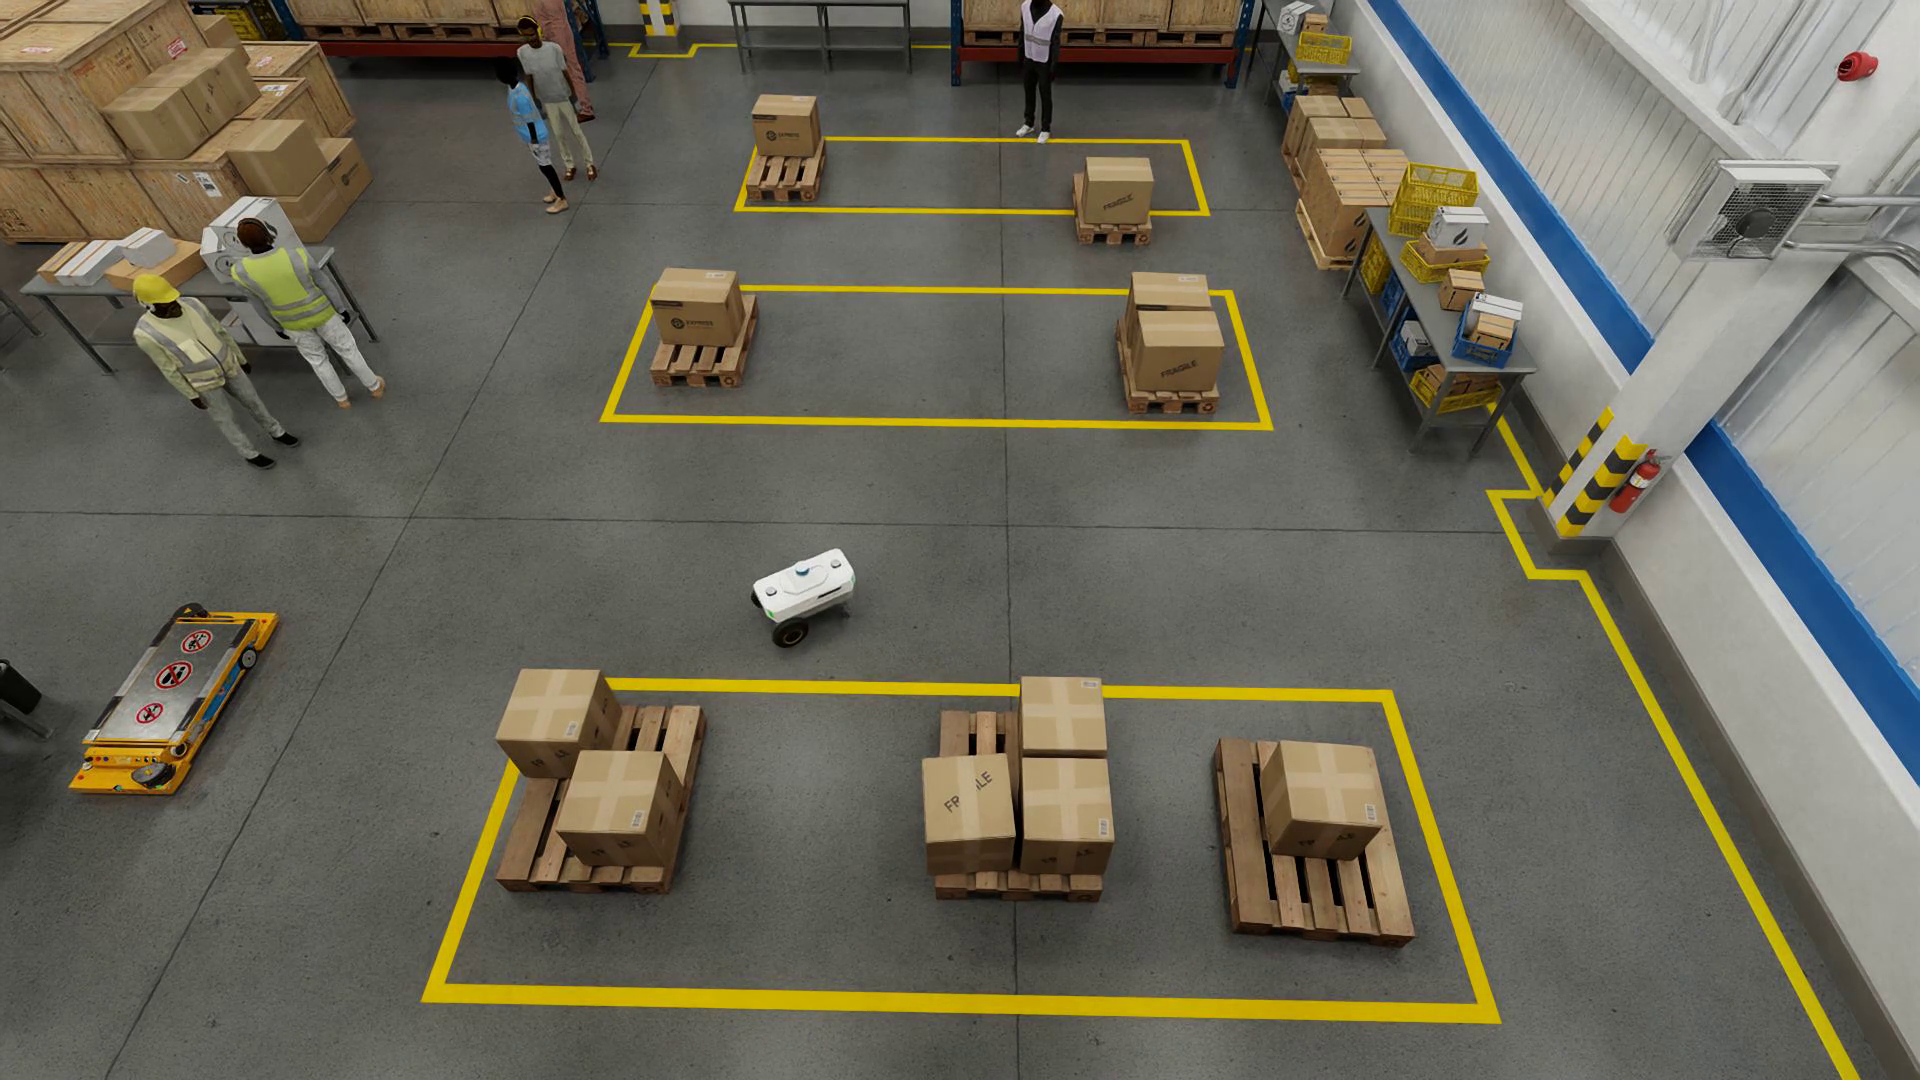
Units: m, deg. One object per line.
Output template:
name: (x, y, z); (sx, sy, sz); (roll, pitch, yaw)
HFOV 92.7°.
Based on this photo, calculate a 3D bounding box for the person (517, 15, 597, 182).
person: (-4.678, -5.083, 10.624); (0.518, 1.856, 0.332); (-7, 50, -6)

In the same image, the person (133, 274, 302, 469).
person: (-6.111, -1.372, 7.503); (0.403, 1.825, 0.597); (16, 52, 13)

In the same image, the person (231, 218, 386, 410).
person: (-5.673, -1.944, 7.974); (0.627, 1.842, 0.429); (-24, 54, -19)

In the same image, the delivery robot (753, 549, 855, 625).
delivery robot: (-1.147, 0.342, 6.816); (0.707, 0.478, 0.477); (-24, 54, -19)

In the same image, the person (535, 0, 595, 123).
person: (-5.094, -6.333, 11.643); (0.406, 1.911, 0.639); (-13, 51, -10)

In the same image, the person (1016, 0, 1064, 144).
person: (0.968, -5.917, 11.290); (0.589, 1.910, 0.376); (32, 57, 24)

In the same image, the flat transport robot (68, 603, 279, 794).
flat transport robot: (-5.504, 1.072, 6.442); (0.652, 0.197, 1.431); (1, 50, 1)

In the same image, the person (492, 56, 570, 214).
person: (-4.778, -4.530, 10.259); (0.319, 1.686, 0.543); (-23, 53, -18)
